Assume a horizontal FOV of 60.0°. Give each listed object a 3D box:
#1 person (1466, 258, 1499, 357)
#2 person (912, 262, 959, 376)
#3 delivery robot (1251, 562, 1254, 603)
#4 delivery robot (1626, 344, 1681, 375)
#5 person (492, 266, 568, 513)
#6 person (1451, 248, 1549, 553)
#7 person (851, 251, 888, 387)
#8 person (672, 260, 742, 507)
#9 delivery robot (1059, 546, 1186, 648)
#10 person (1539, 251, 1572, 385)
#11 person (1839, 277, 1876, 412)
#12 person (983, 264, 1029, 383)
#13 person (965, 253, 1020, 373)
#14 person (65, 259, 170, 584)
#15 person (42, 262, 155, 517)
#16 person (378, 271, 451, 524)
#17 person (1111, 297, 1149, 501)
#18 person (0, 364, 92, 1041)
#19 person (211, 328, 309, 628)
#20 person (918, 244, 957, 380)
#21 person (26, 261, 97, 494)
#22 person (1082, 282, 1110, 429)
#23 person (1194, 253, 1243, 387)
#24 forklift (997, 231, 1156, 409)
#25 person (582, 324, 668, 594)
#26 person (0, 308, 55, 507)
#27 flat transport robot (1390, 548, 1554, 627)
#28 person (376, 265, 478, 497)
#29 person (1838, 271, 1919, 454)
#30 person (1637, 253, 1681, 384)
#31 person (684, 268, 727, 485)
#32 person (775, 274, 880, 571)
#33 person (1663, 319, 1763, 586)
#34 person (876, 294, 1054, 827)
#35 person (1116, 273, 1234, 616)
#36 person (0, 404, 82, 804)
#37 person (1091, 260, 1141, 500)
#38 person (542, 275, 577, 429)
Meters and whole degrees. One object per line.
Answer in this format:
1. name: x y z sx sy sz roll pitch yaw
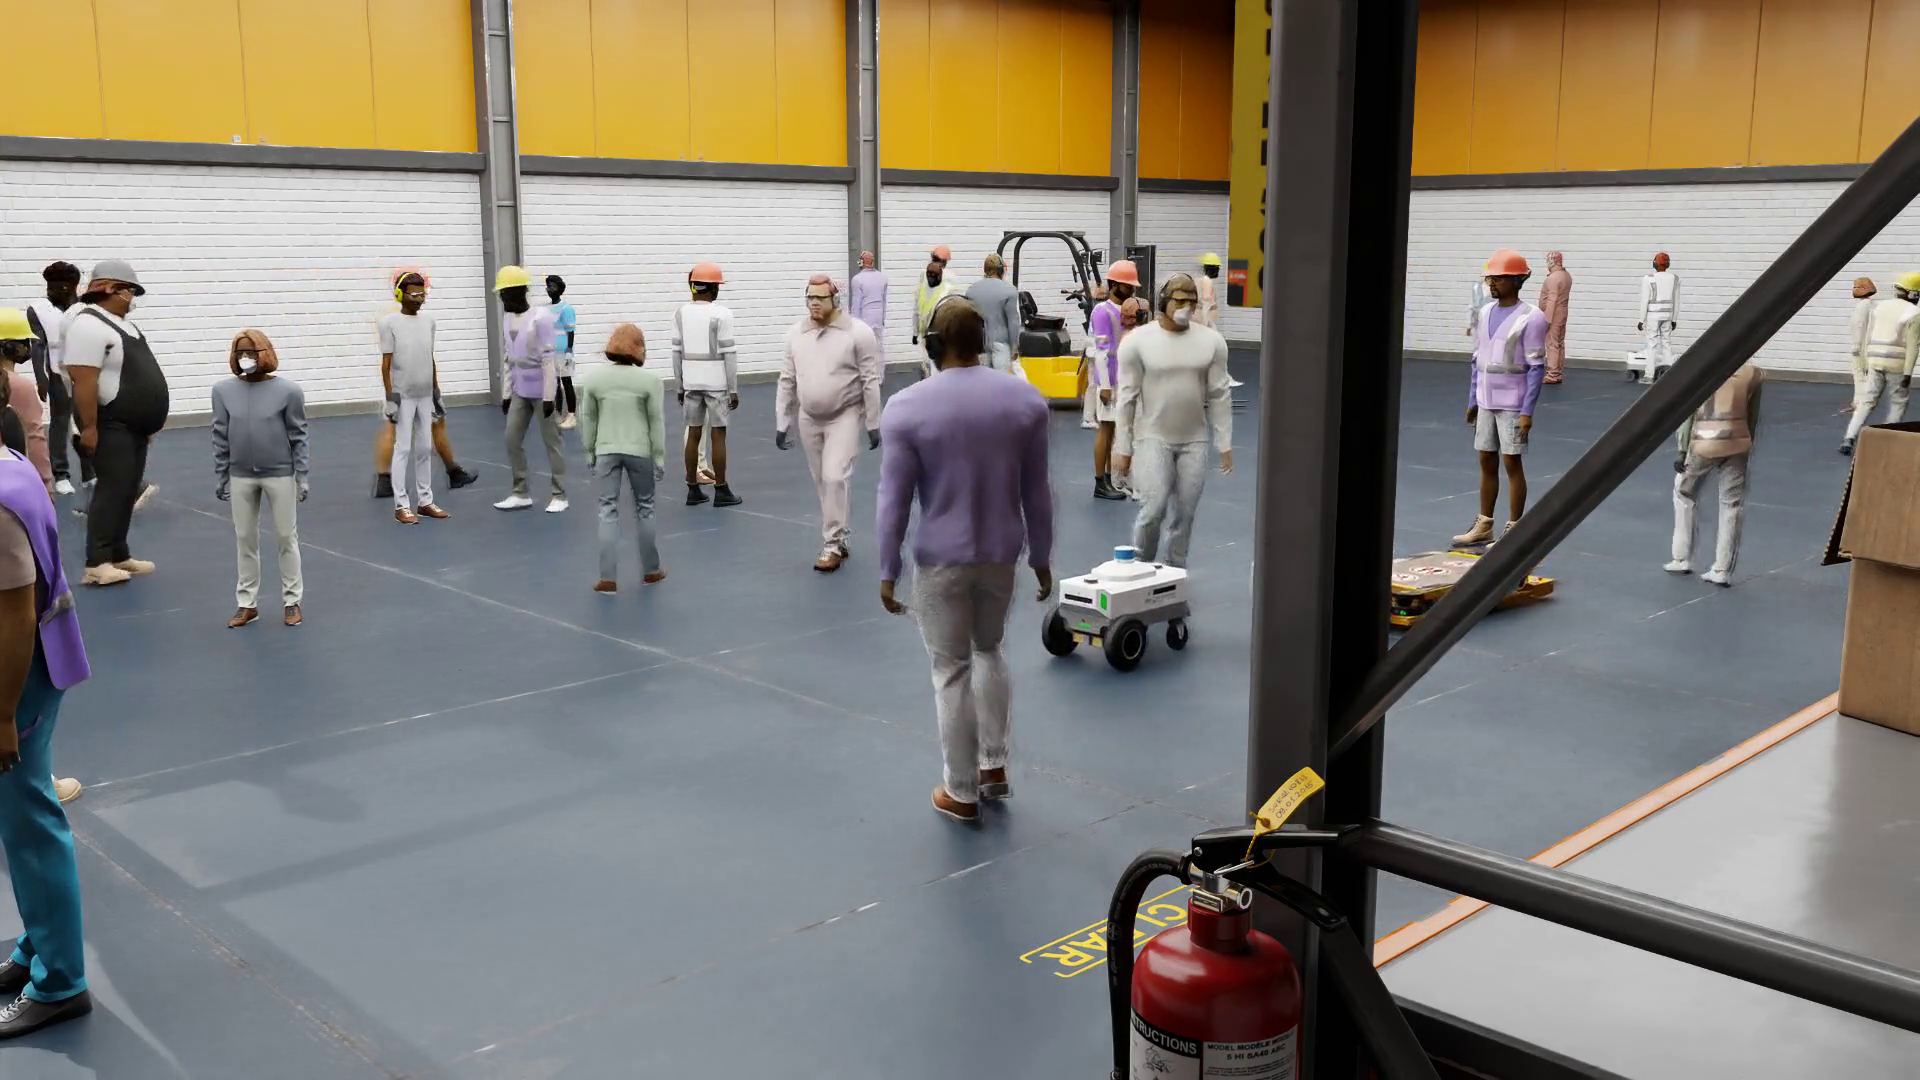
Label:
1. person: 7.393 -3.025 23.235 0.606 1.814 0.647 10 14 42
2. person: -0.255 -2.658 21.307 0.641 1.805 0.819 7 12 32
3. delivery robot: 1.882 0.193 8.890 0.707 0.478 0.477 -9 14 -39
4. delivery robot: 10.072 -2.611 24.178 0.707 0.478 0.477 7 13 35
5. person: -3.310 -1.144 12.779 0.585 1.899 0.544 8 13 37
6. person: 3.631 -0.925 11.180 0.382 2.045 0.605 -5 11 -24
7. person: -1.302 -3.069 23.245 0.404 1.911 0.636 10 14 44
8. person: -1.987 -1.229 13.128 0.552 1.935 0.372 4 11 22
9. delivery robot: 0.833 0.274 8.446 0.477 0.478 0.707 10 15 44
10. person: 8.500 -3.178 23.863 0.402 1.901 0.639 8 13 38
11. person: 10.889 -2.355 20.126 0.284 1.625 0.511 8 13 36
12. person: 0.511 -2.389 19.765 0.966 1.839 0.580 7 12 33
13. person: 0.359 -2.105 17.903 0.630 1.940 0.372 6 12 28
14. person: -5.211 -0.771 10.349 0.541 2.000 0.754 -1 10 -8
15. person: -6.520 -1.121 12.554 0.627 1.934 0.640 -3 11 -17
16. person: -4.067 -1.059 12.406 0.329 1.865 0.509 7 12 32
17. person: 1.395 -1.132 13.414 0.307 1.641 0.512 -8 13 -37
18. person: -2.559 0.403 4.477 0.390 1.846 0.565 -7 12 -33
19. person: -3.808 -0.334 9.076 0.499 1.634 0.285 -1 10 -5
20. person: -0.359 -3.153 23.441 0.605 2.011 0.862 6 12 29
21. person: -7.416 -1.354 13.860 0.378 1.917 0.598 6 12 31
22. person: 1.604 -2.020 18.306 0.576 1.611 0.535 -2 11 -12
23. person: 3.512 -3.082 23.397 0.901 1.882 0.605 0 10 -2
24. forklift: 1.222 -2.721 20.561 2.313 2.155 1.214 2 11 13
25. person: -2.026 -0.489 10.034 0.513 1.598 0.558 0 10 -2
26. person: -4.823 -0.301 8.534 0.533 1.768 0.310 6 12 31
27. flat transport robot: 2.740 0.257 9.572 1.431 0.197 0.652 -9 13 -39
28. person: -4.493 -1.317 13.754 0.565 1.883 0.984 7 12 33
29. person: 8.914 -1.686 16.023 0.681 1.800 0.610 -4 11 -22
30. person: 10.026 -3.174 23.882 0.574 1.882 0.358 -1 10 -5
31. person: -2.222 -1.411 14.323 0.329 1.865 0.508 2 11 10
32. person: -0.892 -0.742 10.622 0.673 1.875 0.795 4 11 22
33. person: 4.622 -0.549 10.267 0.547 1.612 0.619 -1 10 -4
34. person: -0.004 0.071 6.073 0.665 1.919 0.494 -4 11 -23
35. person: 1.204 -0.527 9.332 0.638 1.925 0.416 -2 11 -13
36. person: -3.620 0.105 6.114 0.622 1.845 0.429 2 11 9
37. person: 1.281 -1.298 13.517 0.363 1.933 0.543 6 12 28
38. person: -4.447 -2.073 18.388 0.547 1.696 0.317 9 14 41
